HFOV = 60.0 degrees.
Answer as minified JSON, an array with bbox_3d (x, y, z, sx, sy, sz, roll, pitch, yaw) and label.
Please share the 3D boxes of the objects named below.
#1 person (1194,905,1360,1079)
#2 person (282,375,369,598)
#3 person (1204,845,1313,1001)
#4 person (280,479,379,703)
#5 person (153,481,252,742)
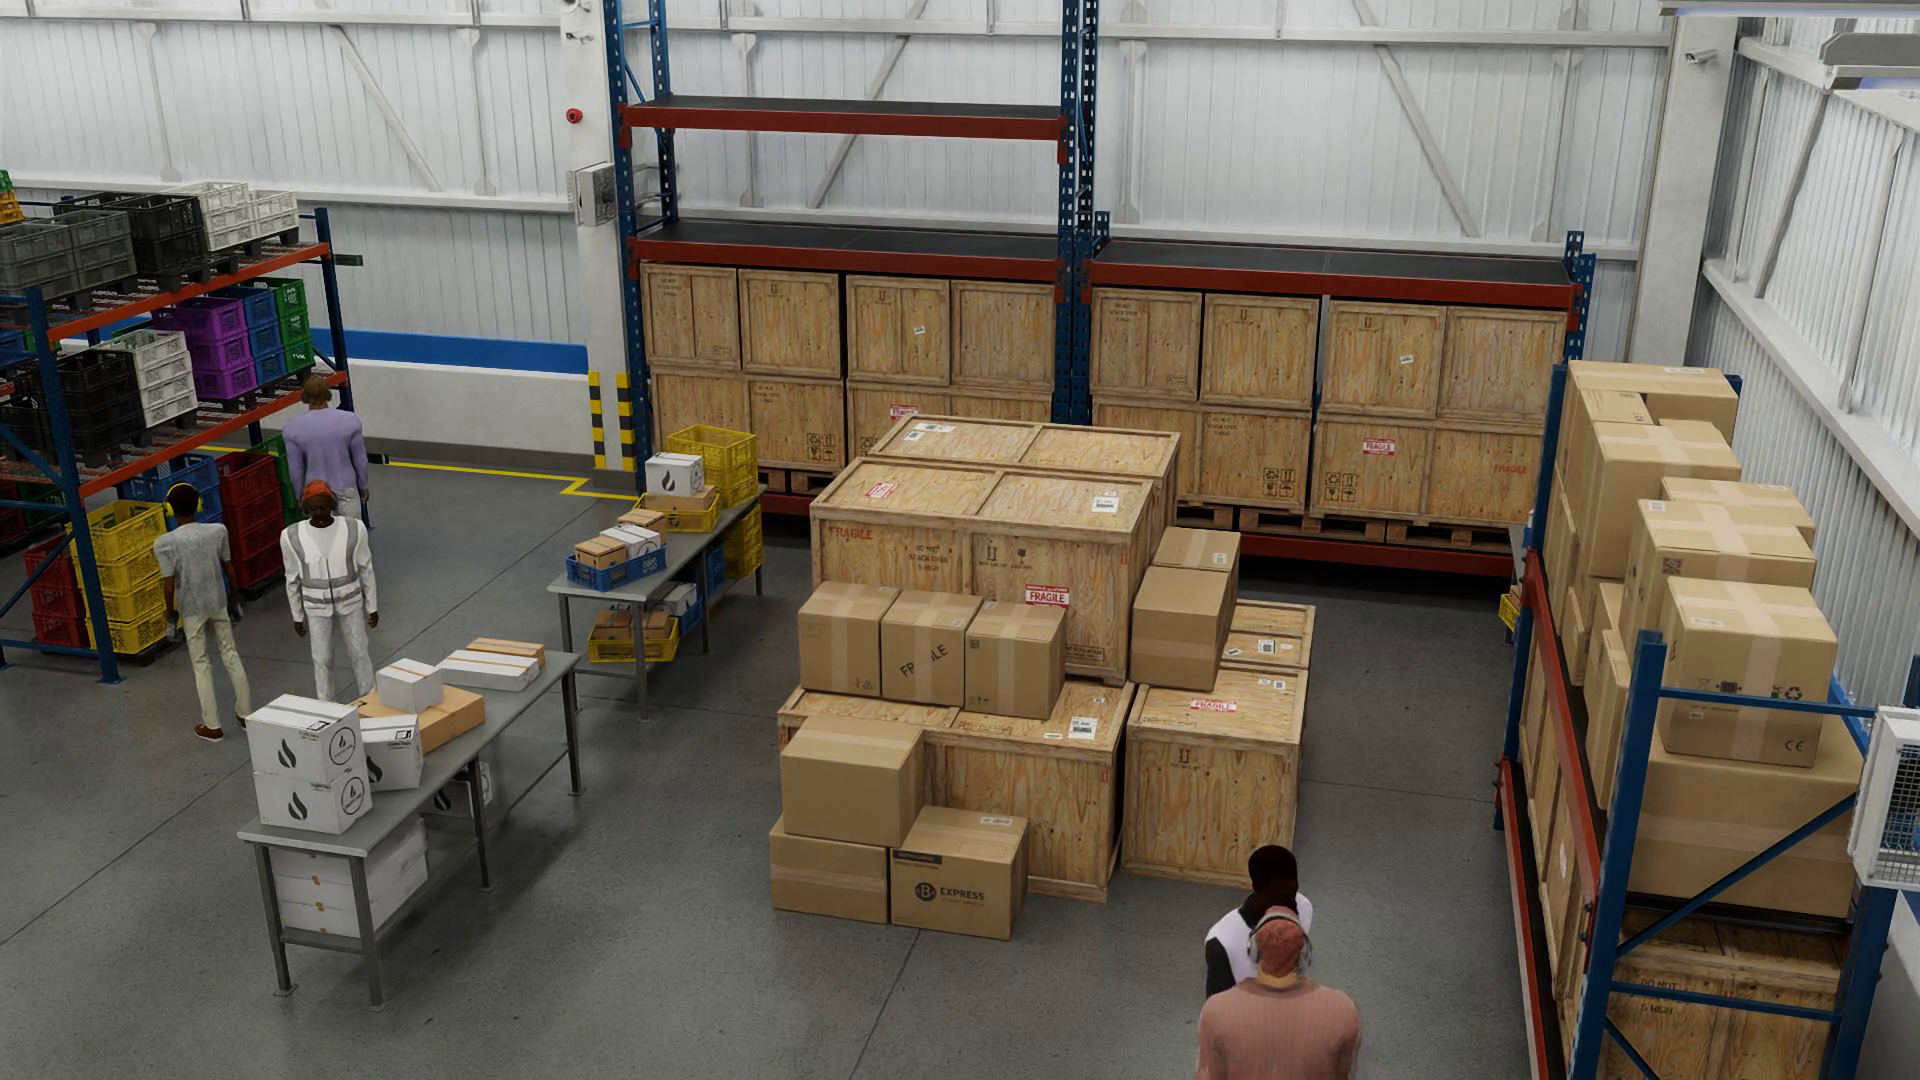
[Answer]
[{"bbox_3d":[1.248,2.338,6.700,0.628,1.857,0.978,3,21,8],"label":"person"},{"bbox_3d":[-5.217,-0.421,13.795,0.630,1.938,0.373,-10,23,-25],"label":"person"},{"bbox_3d":[1.249,2.133,7.139,0.597,1.916,0.371,-17,27,-37],"label":"person"},{"bbox_3d":[-4.343,0.469,11.553,0.578,1.875,0.343,-8,22,-20],"label":"person"},{"bbox_3d":[-5.239,0.491,11.501,0.521,1.870,0.319,-19,28,-40],"label":"person"}]
